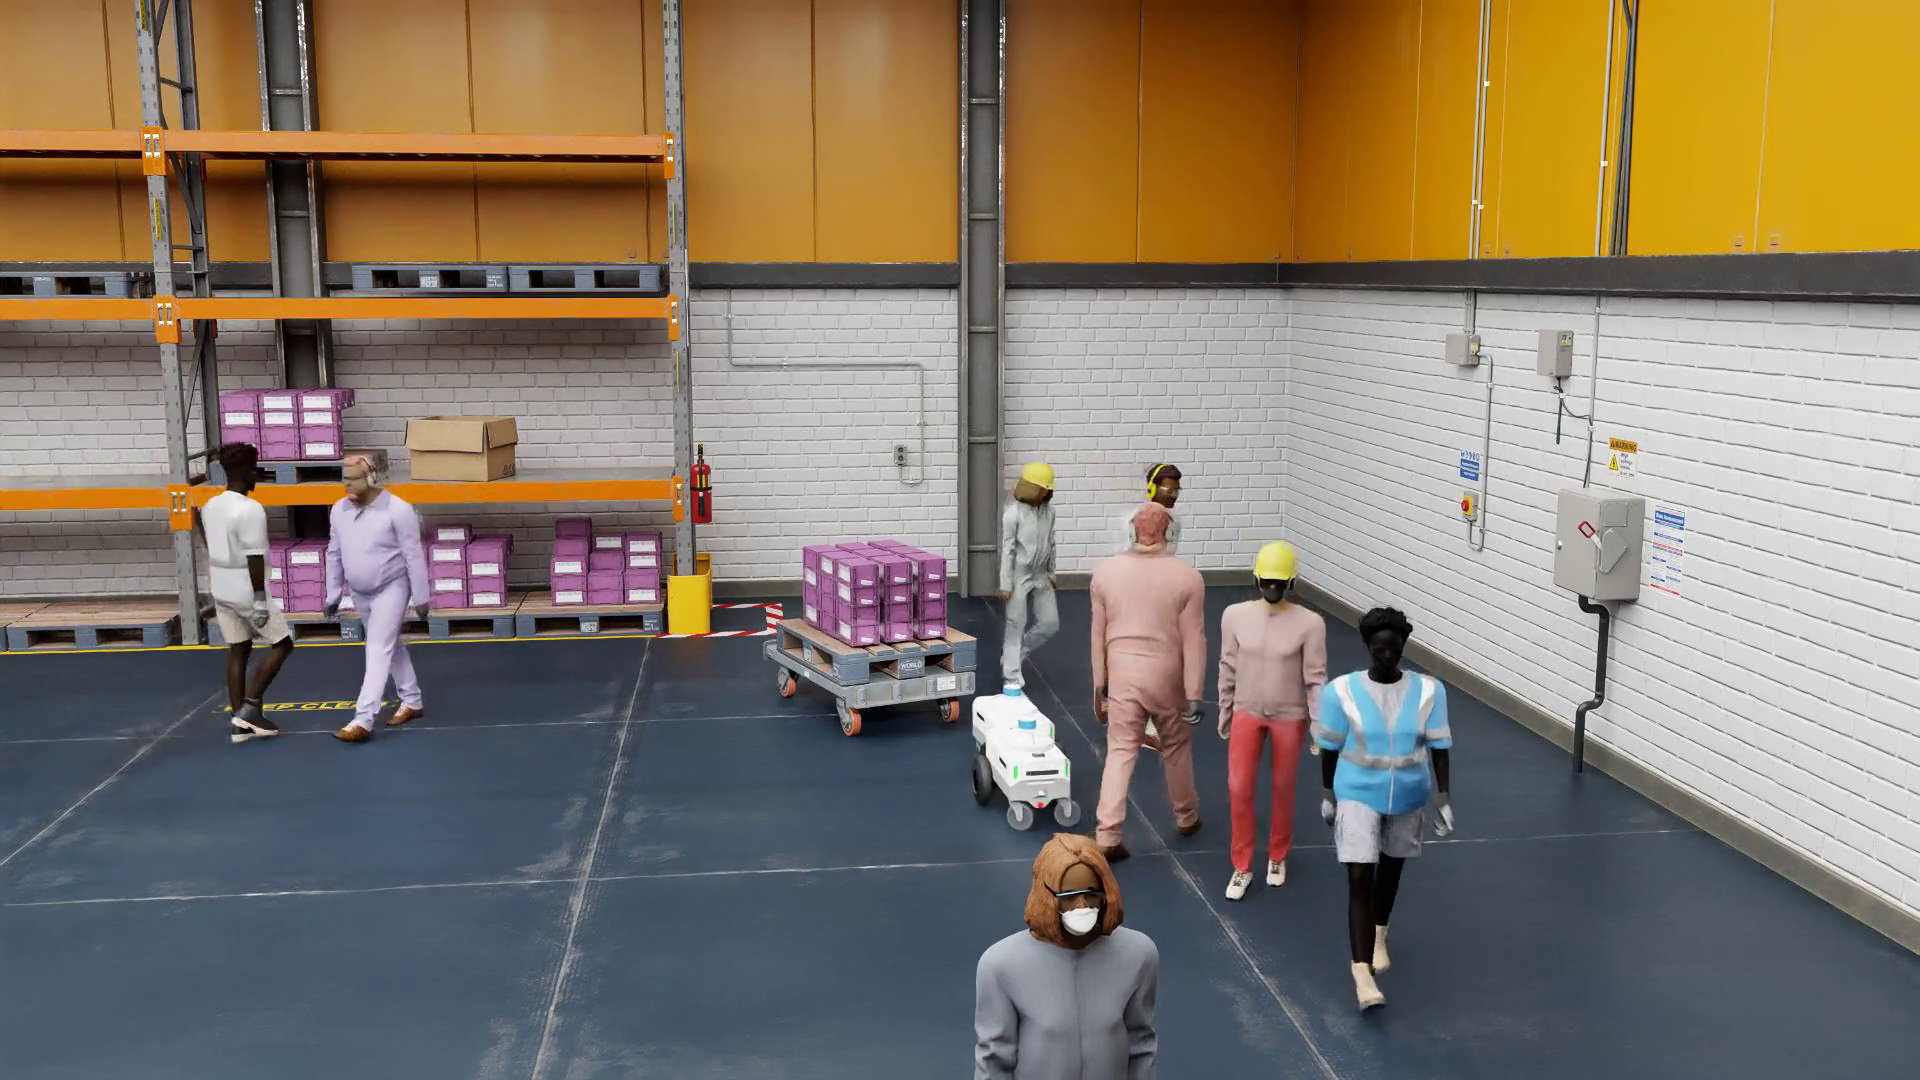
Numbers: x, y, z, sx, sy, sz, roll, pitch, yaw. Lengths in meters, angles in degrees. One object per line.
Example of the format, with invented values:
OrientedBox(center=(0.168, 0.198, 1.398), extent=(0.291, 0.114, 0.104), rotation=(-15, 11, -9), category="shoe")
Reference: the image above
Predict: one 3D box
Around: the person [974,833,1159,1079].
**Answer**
OrientedBox(center=(0.278, 1.541, 4.274), extent=(0.496, 1.631, 0.280), rotation=(-3, 10, -17), category="person")

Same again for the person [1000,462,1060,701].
OrientedBox(center=(0.492, 0.288, 11.804), extent=(0.545, 1.715, 0.421), rotation=(-9, 13, -43), category="person")

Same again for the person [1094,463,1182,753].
OrientedBox(center=(1.156, 0.413, 10.655), extent=(0.557, 1.840, 0.663), rotation=(-6, 11, -35), category="person")

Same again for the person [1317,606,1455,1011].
OrientedBox(center=(1.774, 1.105, 6.931), extent=(0.527, 1.651, 0.858), rotation=(0, 9, 0), category="person")

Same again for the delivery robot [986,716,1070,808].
OrientedBox(center=(0.375, 1.228, 9.287), extent=(0.477, 0.478, 0.707), rotation=(-2, 9, -11), category="delivery robot")

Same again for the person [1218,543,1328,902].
OrientedBox(center=(1.498, 0.878, 8.053), extent=(0.542, 1.737, 0.701), rotation=(3, 10, 19), category="person")

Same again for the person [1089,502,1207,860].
OrientedBox(center=(0.980, 0.732, 8.694), extent=(0.674, 1.855, 0.973), rotation=(5, 10, 27), category="person")

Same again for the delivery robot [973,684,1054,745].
OrientedBox(center=(0.316, 1.113, 10.007), extent=(0.477, 0.478, 0.707), rotation=(-2, 9, -14), category="delivery robot")

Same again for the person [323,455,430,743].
OrientedBox(center=(-3.860, 0.375, 10.852), extent=(0.645, 1.852, 0.991), rotation=(4, 10, 25), category="person")

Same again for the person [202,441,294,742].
OrientedBox(center=(-4.612, 0.337, 10.765), extent=(0.623, 1.953, 0.421), rotation=(7, 11, 36), category="person")
